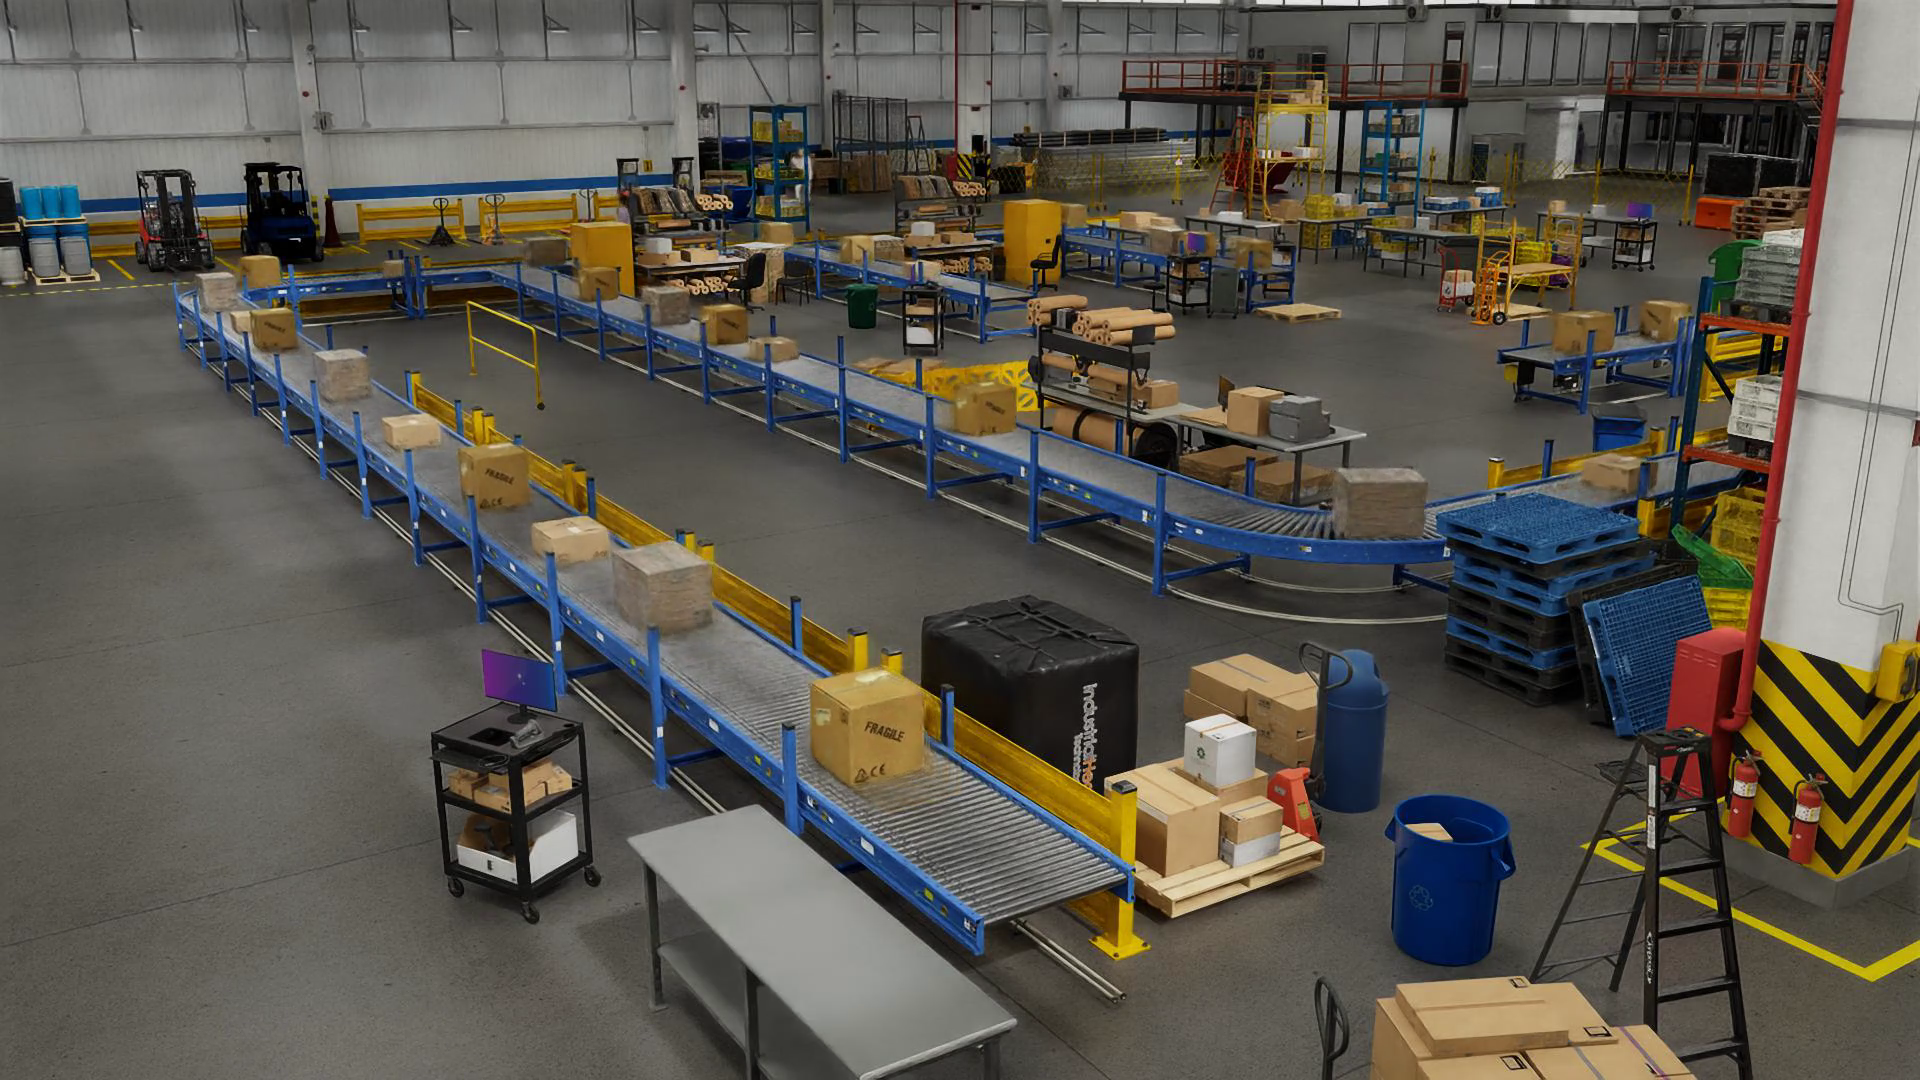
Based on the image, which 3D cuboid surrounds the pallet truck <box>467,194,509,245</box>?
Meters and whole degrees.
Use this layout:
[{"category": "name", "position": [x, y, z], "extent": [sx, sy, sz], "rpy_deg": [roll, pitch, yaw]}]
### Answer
[{"category": "pallet truck", "position": [-11.983, -8.177, 42.137], "extent": [0.704, 1.261, 1.522], "rpy_deg": [-11, 20, -33]}]

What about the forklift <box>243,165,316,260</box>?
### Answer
[{"category": "forklift", "position": [-15.898, -7.669, 38.708], "extent": [1.157, 1.987, 2.680], "rpy_deg": [-11, 20, -33]}]

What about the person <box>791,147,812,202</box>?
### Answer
[{"category": "person", "position": [-4.846, -11.085, 50.840], "extent": [0.684, 1.871, 0.822], "rpy_deg": [1, 17, 4]}]

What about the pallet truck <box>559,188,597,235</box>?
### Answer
[{"category": "pallet truck", "position": [-10.010, -8.652, 43.699], "extent": [0.653, 1.274, 1.630], "rpy_deg": [-10, 20, -31]}]

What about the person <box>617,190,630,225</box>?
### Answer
[{"category": "person", "position": [-6.899, -6.165, 34.252], "extent": [0.483, 1.991, 0.794], "rpy_deg": [-3, 17, -10]}]

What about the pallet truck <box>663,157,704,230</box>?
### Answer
[{"category": "pallet truck", "position": [-7.586, -9.308, 44.692], "extent": [0.823, 1.965, 1.885], "rpy_deg": [-11, 20, -33]}]

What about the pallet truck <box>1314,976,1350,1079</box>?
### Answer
[{"category": "pallet truck", "position": [2.299, 2.390, 7.086], "extent": [1.601, 1.201, 0.680], "rpy_deg": [-2, 17, -7]}]

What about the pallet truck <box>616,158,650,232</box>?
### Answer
[{"category": "pallet truck", "position": [-8.918, -9.176, 44.255], "extent": [0.823, 1.965, 1.885], "rpy_deg": [-9, 19, -27]}]

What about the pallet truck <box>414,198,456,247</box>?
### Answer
[{"category": "pallet truck", "position": [-13.250, -8.060, 41.856], "extent": [0.680, 1.201, 1.601], "rpy_deg": [-10, 20, -31]}]

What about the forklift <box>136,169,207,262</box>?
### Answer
[{"category": "forklift", "position": [-17.842, -7.318, 37.559], "extent": [1.157, 1.987, 2.680], "rpy_deg": [-10, 20, -31]}]

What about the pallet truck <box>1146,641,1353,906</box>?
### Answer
[{"category": "pallet truck", "position": [1.664, 1.407, 10.232], "extent": [1.630, 1.274, 0.653], "rpy_deg": [-10, 20, -31]}]
